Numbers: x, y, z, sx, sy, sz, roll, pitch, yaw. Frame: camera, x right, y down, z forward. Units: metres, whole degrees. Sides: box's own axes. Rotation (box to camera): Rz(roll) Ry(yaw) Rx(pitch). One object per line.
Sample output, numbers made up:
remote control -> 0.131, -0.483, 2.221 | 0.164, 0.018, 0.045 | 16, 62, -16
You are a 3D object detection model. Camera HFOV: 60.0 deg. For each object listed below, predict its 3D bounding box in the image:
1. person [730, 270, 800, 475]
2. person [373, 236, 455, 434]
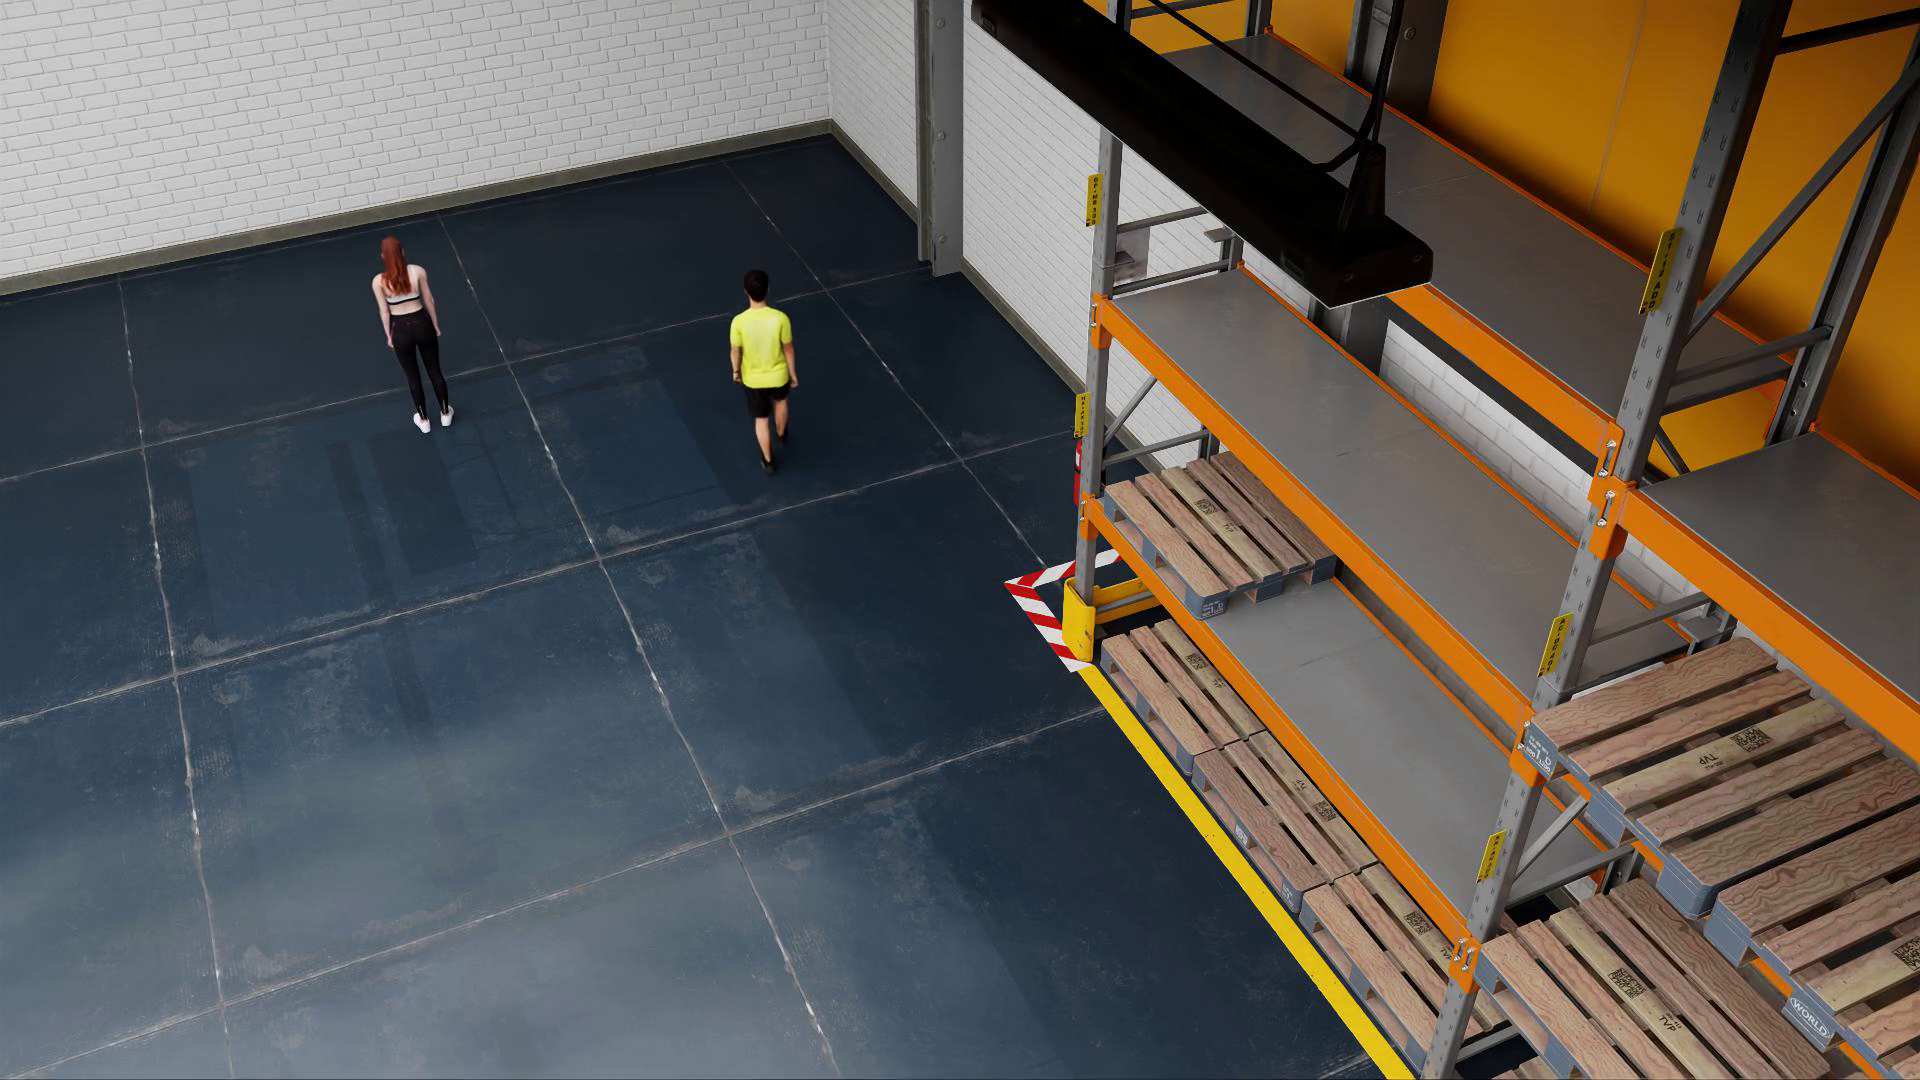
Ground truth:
person -> -1.499, -1.253, 12.877 | 0.782, 1.693, 0.910 | -6, 39, -7
person -> -4.385, -1.653, 13.341 | 0.579, 1.740, 0.514 | -17, 42, -20
